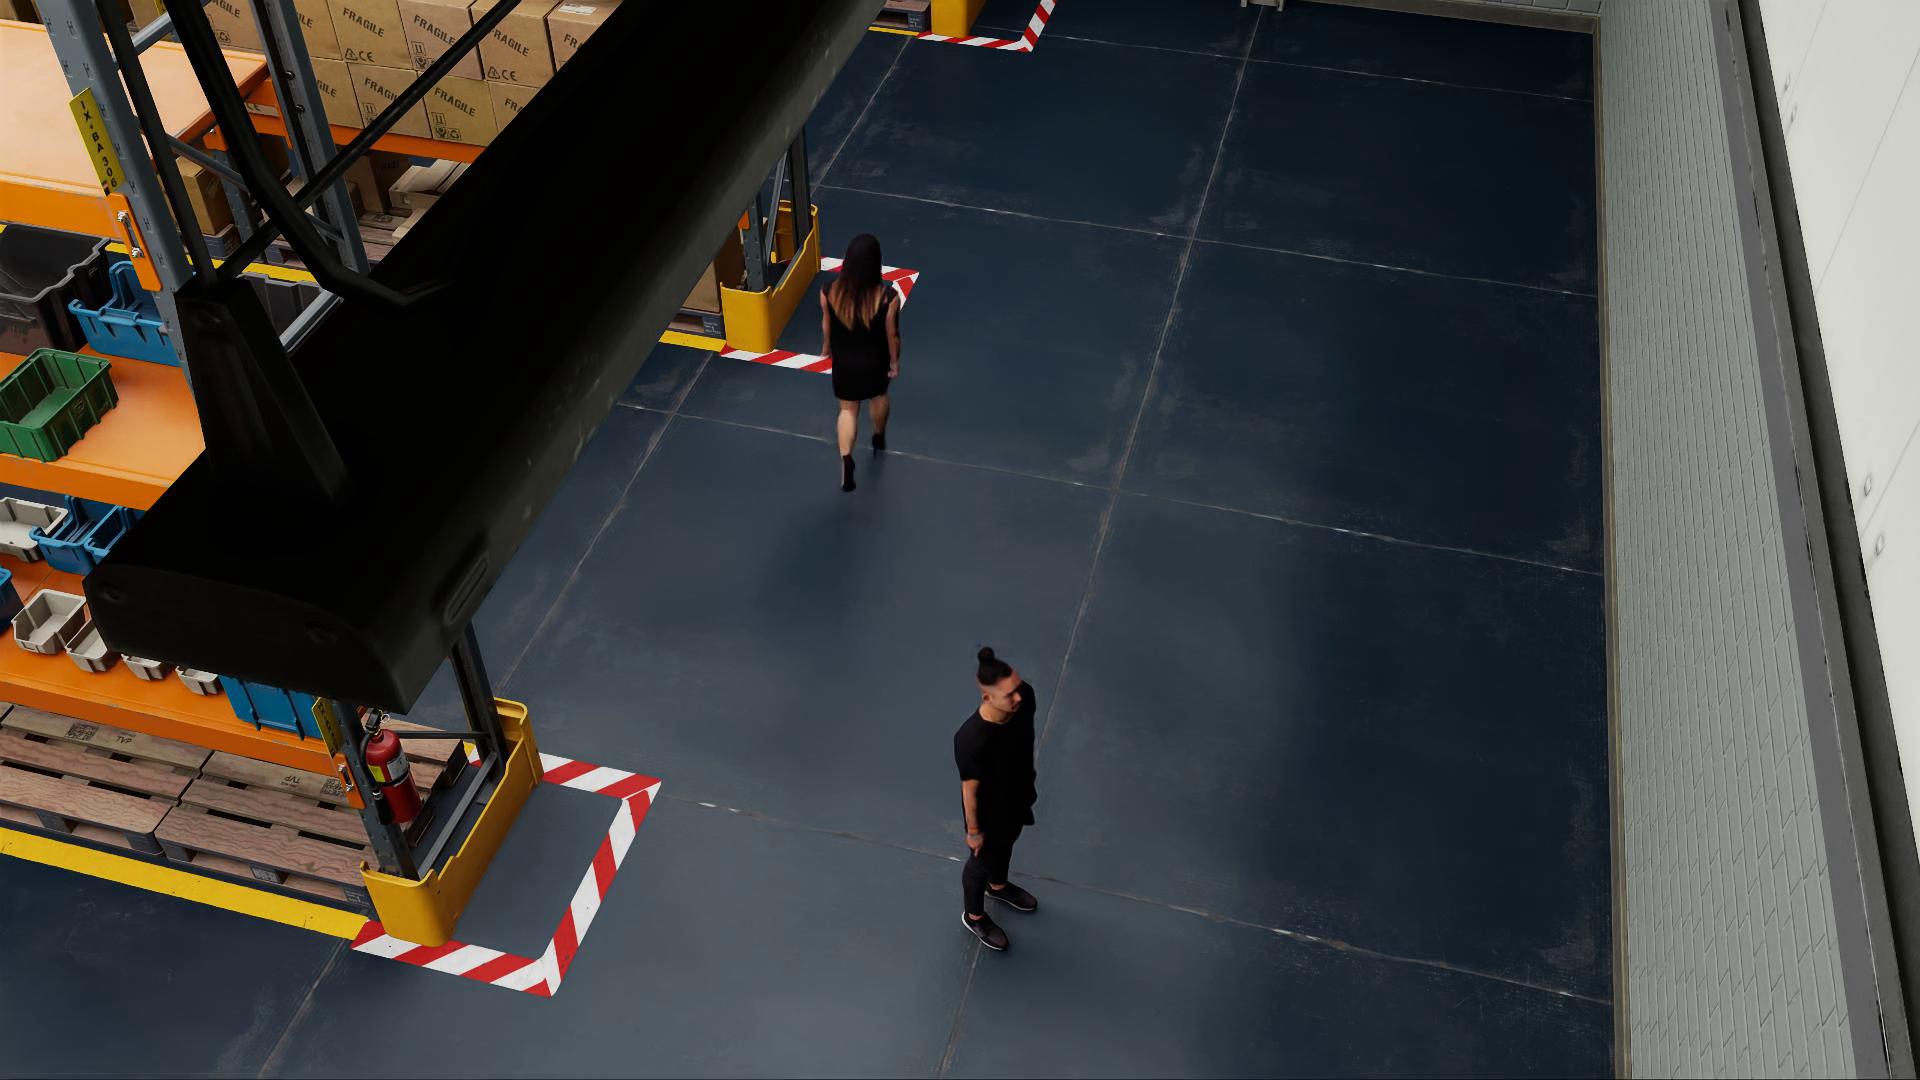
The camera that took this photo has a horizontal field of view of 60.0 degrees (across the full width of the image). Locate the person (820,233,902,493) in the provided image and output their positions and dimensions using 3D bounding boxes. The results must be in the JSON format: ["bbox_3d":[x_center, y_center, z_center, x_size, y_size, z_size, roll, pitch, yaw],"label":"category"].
[{"bbox_3d":[-0.610,-1.032,10.044,0.981,1.694,0.838,3,43,3],"label":"person"}]

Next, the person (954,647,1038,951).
[{"bbox_3d":[0.170,1.150,7.582,0.698,1.865,0.753,24,48,23],"label":"person"}]
